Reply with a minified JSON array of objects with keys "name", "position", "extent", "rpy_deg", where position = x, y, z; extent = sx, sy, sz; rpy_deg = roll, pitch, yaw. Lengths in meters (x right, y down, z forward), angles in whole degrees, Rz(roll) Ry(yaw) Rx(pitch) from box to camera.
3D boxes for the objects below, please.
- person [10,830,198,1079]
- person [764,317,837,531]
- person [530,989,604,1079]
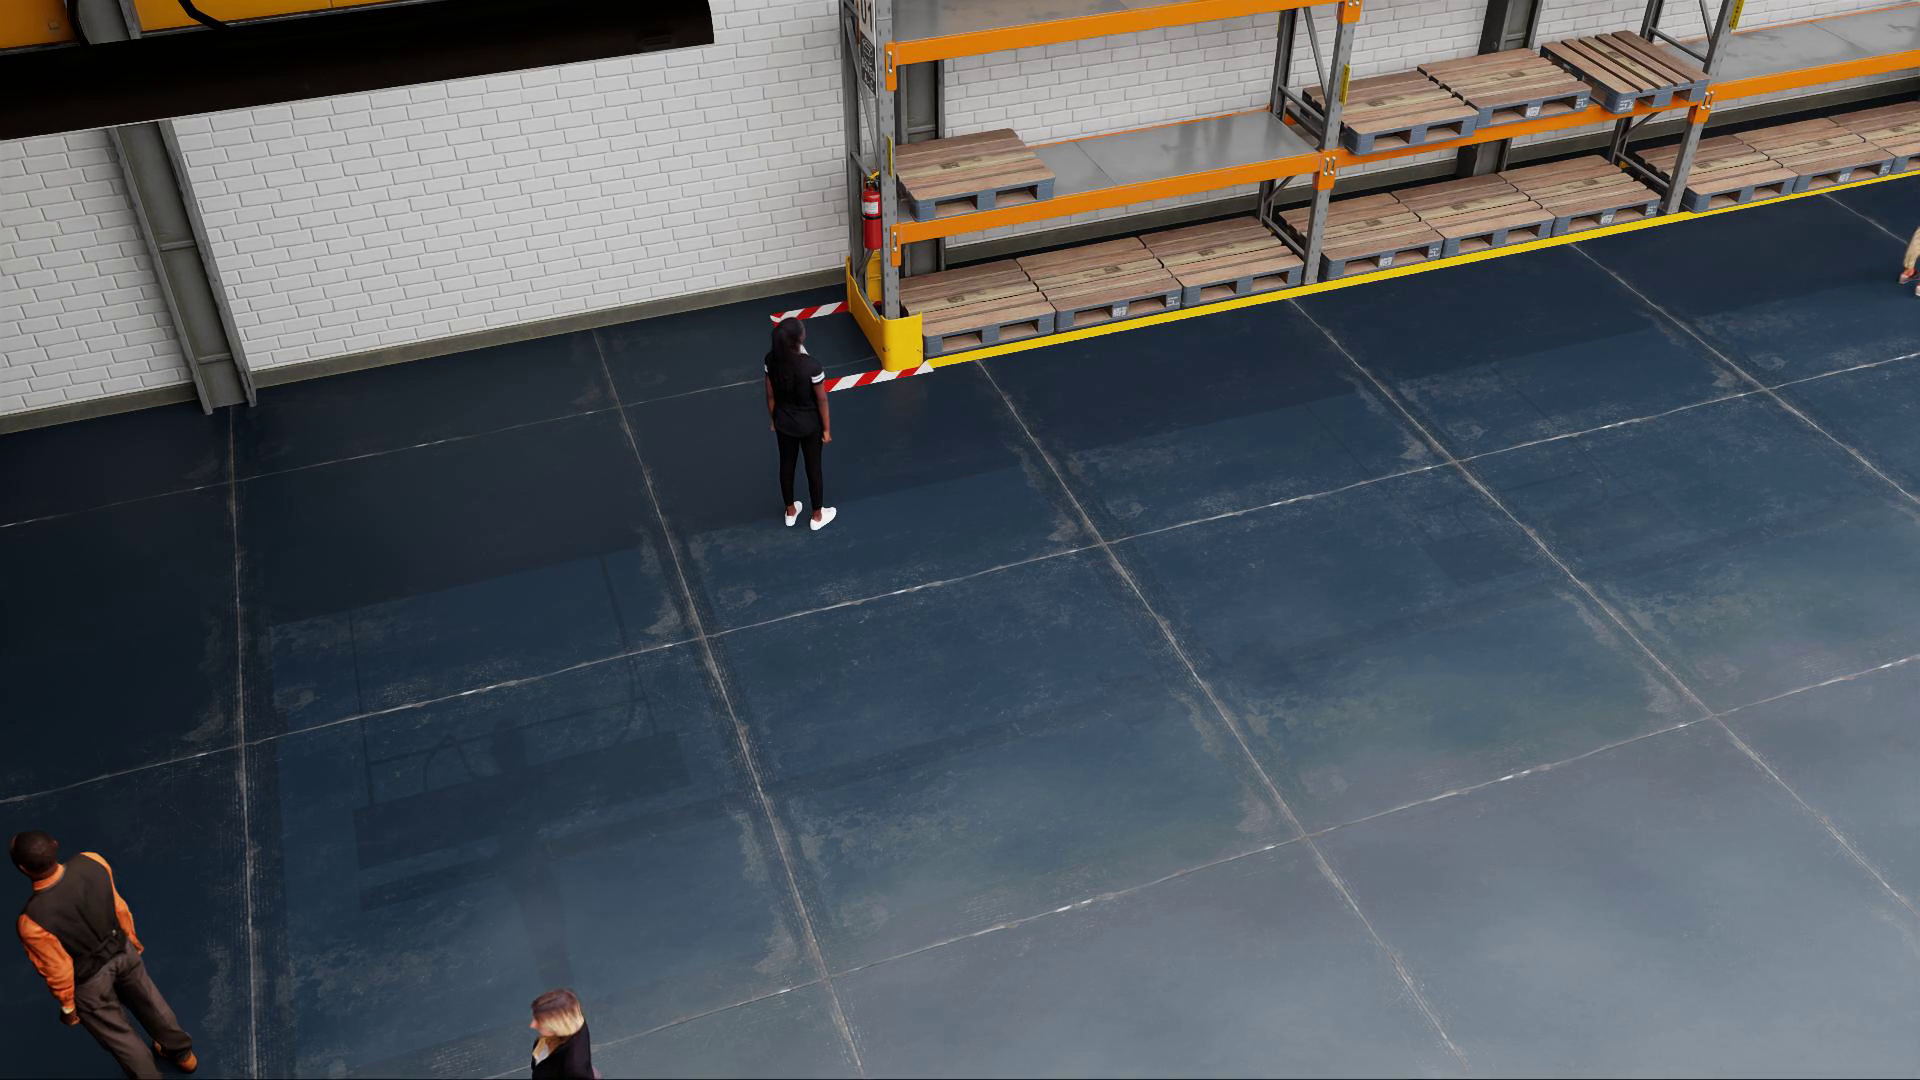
[{"name":"person","position":[-4.187,2.087,8.100],"extent":[0.832,1.908,0.792],"rpy_deg":[12,40,15]},{"name":"person","position":[-1.156,-0.837,11.903],"extent":[0.693,1.730,0.772],"rpy_deg":[12,40,15]},{"name":"person","position":[-1.731,2.599,7.653],"extent":[0.510,1.667,0.588],"rpy_deg":[-12,40,-15]}]
